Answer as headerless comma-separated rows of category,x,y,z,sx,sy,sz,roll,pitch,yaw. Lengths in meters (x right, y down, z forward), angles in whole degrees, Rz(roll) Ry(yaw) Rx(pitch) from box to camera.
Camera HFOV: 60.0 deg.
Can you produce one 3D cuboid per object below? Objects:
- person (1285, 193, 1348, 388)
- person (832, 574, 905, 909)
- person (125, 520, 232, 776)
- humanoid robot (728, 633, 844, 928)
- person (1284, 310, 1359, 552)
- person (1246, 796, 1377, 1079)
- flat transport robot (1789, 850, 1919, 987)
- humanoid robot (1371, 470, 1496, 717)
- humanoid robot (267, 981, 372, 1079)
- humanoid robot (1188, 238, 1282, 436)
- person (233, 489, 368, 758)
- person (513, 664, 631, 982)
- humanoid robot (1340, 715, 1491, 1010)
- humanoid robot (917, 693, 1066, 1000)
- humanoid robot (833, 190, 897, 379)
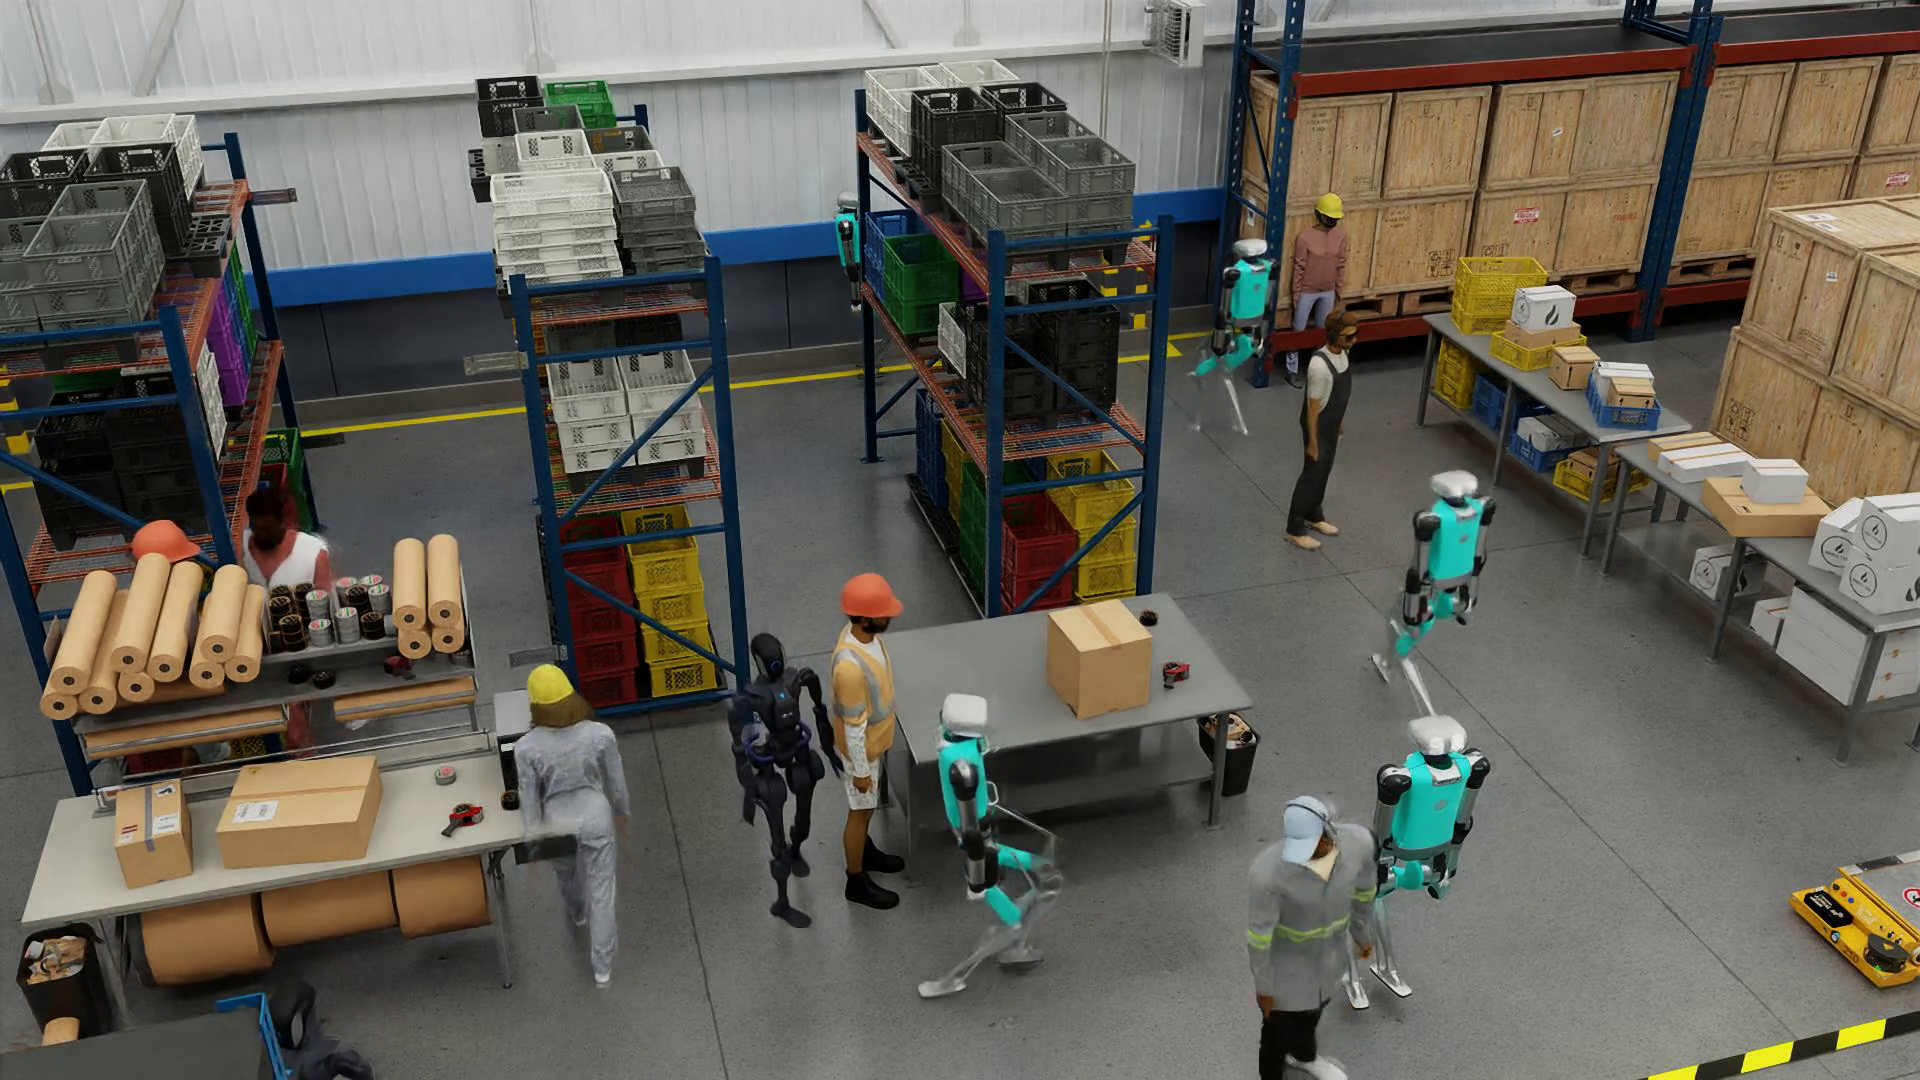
person,3.143,-2.187,14.596,0.522,1.761,0.336,-10,30,-17
person,-0.458,1.022,8.573,0.364,1.933,0.552,3,29,5
person,-4.061,0.810,8.848,0.614,2.040,0.380,25,37,38
humanoid robot,-0.882,1.175,8.592,0.620,1.639,0.602,-18,33,-29
person,2.627,-0.799,11.994,0.338,1.836,0.500,18,34,29
person,1.523,1.804,7.285,0.661,1.810,0.387,-12,31,-21
flat transport robot,5.163,1.916,8.676,1.431,0.231,0.659,-8,30,-14
humanoid robot,2.769,0.297,10.146,0.557,1.780,1.017,-12,31,-21
humanoid robot,-2.464,2.345,6.426,0.593,1.646,0.407,2,29,4
humanoid robot,2.193,-1.688,13.737,0.530,1.802,0.793,-14,32,-23
person,-3.808,0.481,9.616,0.607,1.877,0.880,4,29,8
person,-1.904,1.326,8.247,0.516,1.696,0.823,-8,30,-15
humanoid robot,2.029,1.438,7.880,0.533,1.677,0.735,-8,30,-15
humanoid robot,0.220,1.488,7.947,0.891,1.777,0.564,-2,29,-4
humanoid robot,-0.722,-2.231,14.556,0.735,1.677,0.533,-1,29,-1
